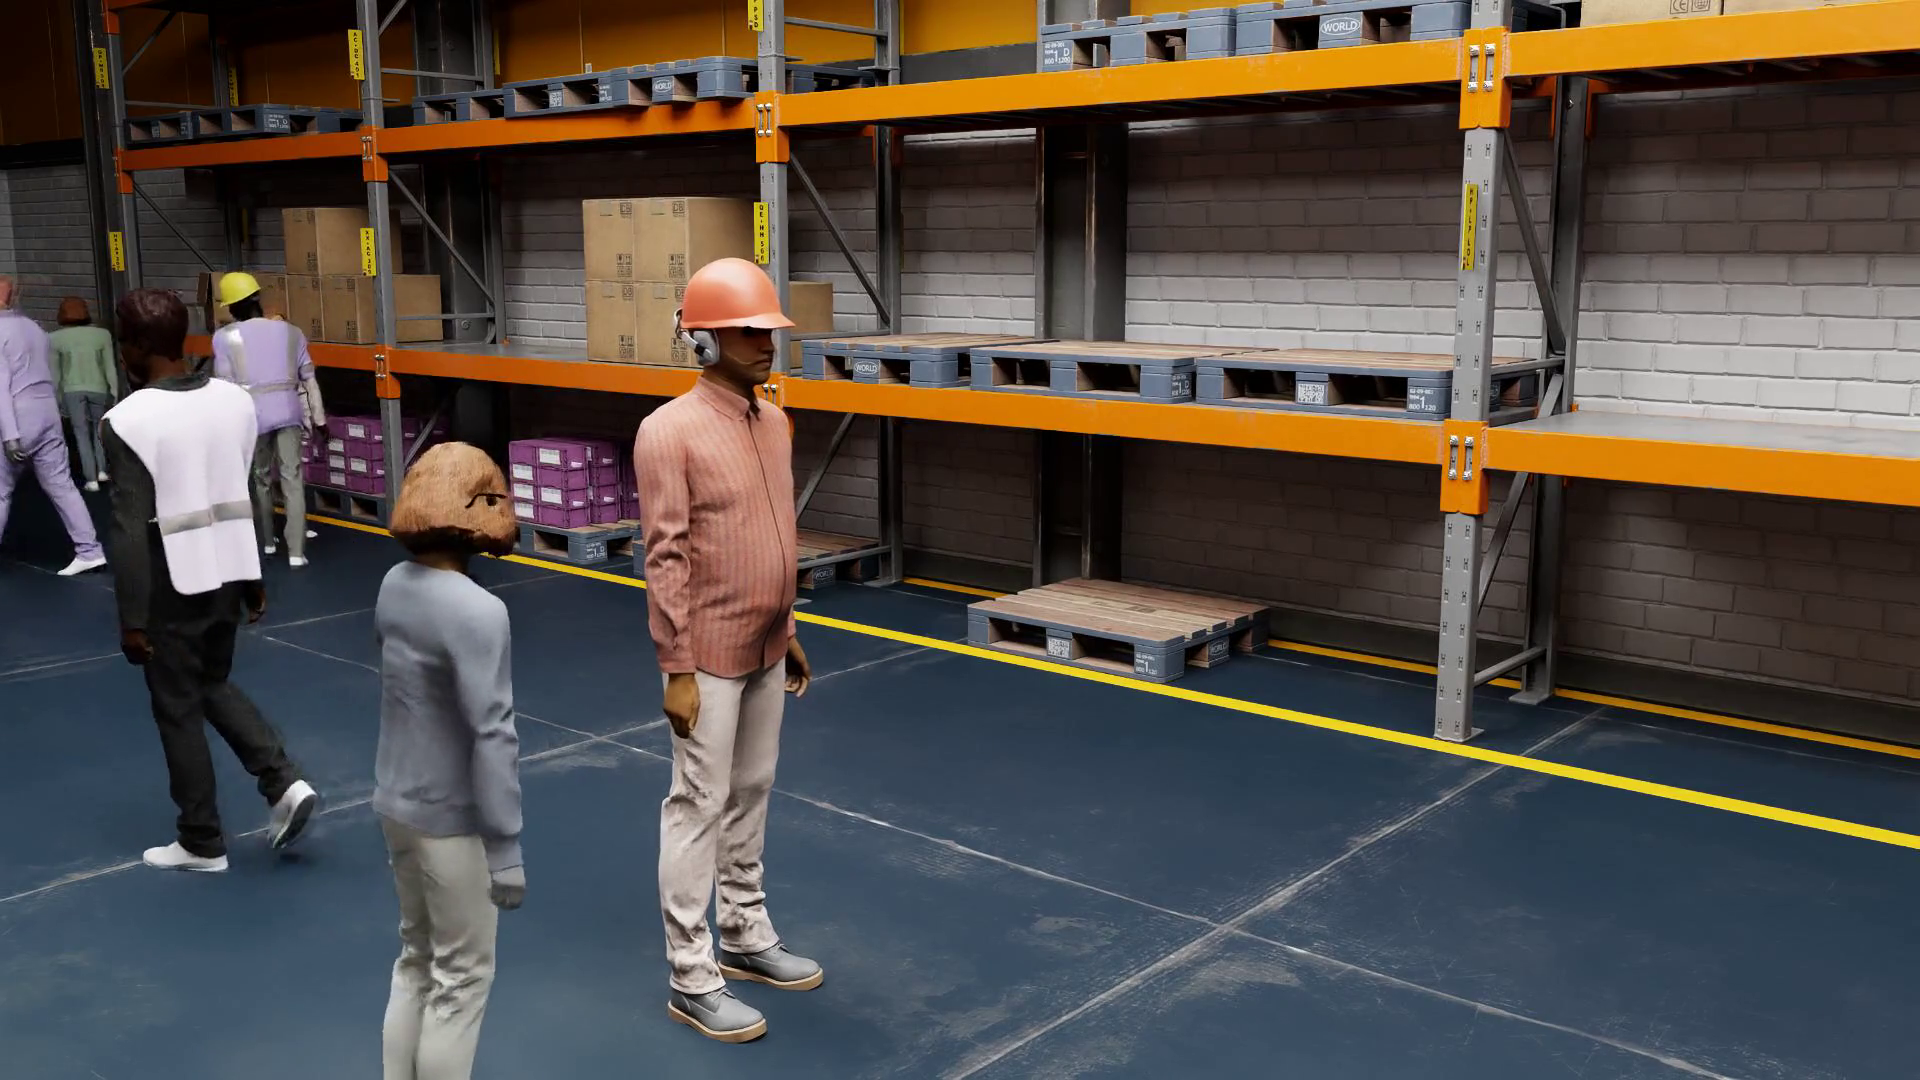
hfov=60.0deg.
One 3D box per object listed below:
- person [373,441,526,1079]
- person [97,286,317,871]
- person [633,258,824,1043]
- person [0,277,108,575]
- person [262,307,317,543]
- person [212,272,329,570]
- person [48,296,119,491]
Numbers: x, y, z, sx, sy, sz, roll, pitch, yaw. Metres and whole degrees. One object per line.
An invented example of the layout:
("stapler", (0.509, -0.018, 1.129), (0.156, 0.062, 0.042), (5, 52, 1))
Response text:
("person", (-1.078, 0.602, 3.556), (0.331, 1.621, 0.533), (-9, 13, -42))
("person", (-2.431, 0.148, 5.320), (0.489, 1.902, 0.617), (3, 10, 18))
("person", (-0.590, 0.275, 4.346), (0.379, 1.996, 0.610), (4, 11, 24))
("person", (-5.777, -0.678, 10.190), (0.997, 1.855, 0.673), (1, 10, 5))
("person", (-4.705, -0.791, 11.480), (0.284, 1.626, 0.500), (6, 12, 32))
("person", (-4.403, -0.763, 10.610), (0.735, 1.856, 0.882), (-8, 13, -40))
("person", (-7.350, -1.228, 13.928), (0.513, 1.614, 0.545), (-8, 13, -37))
